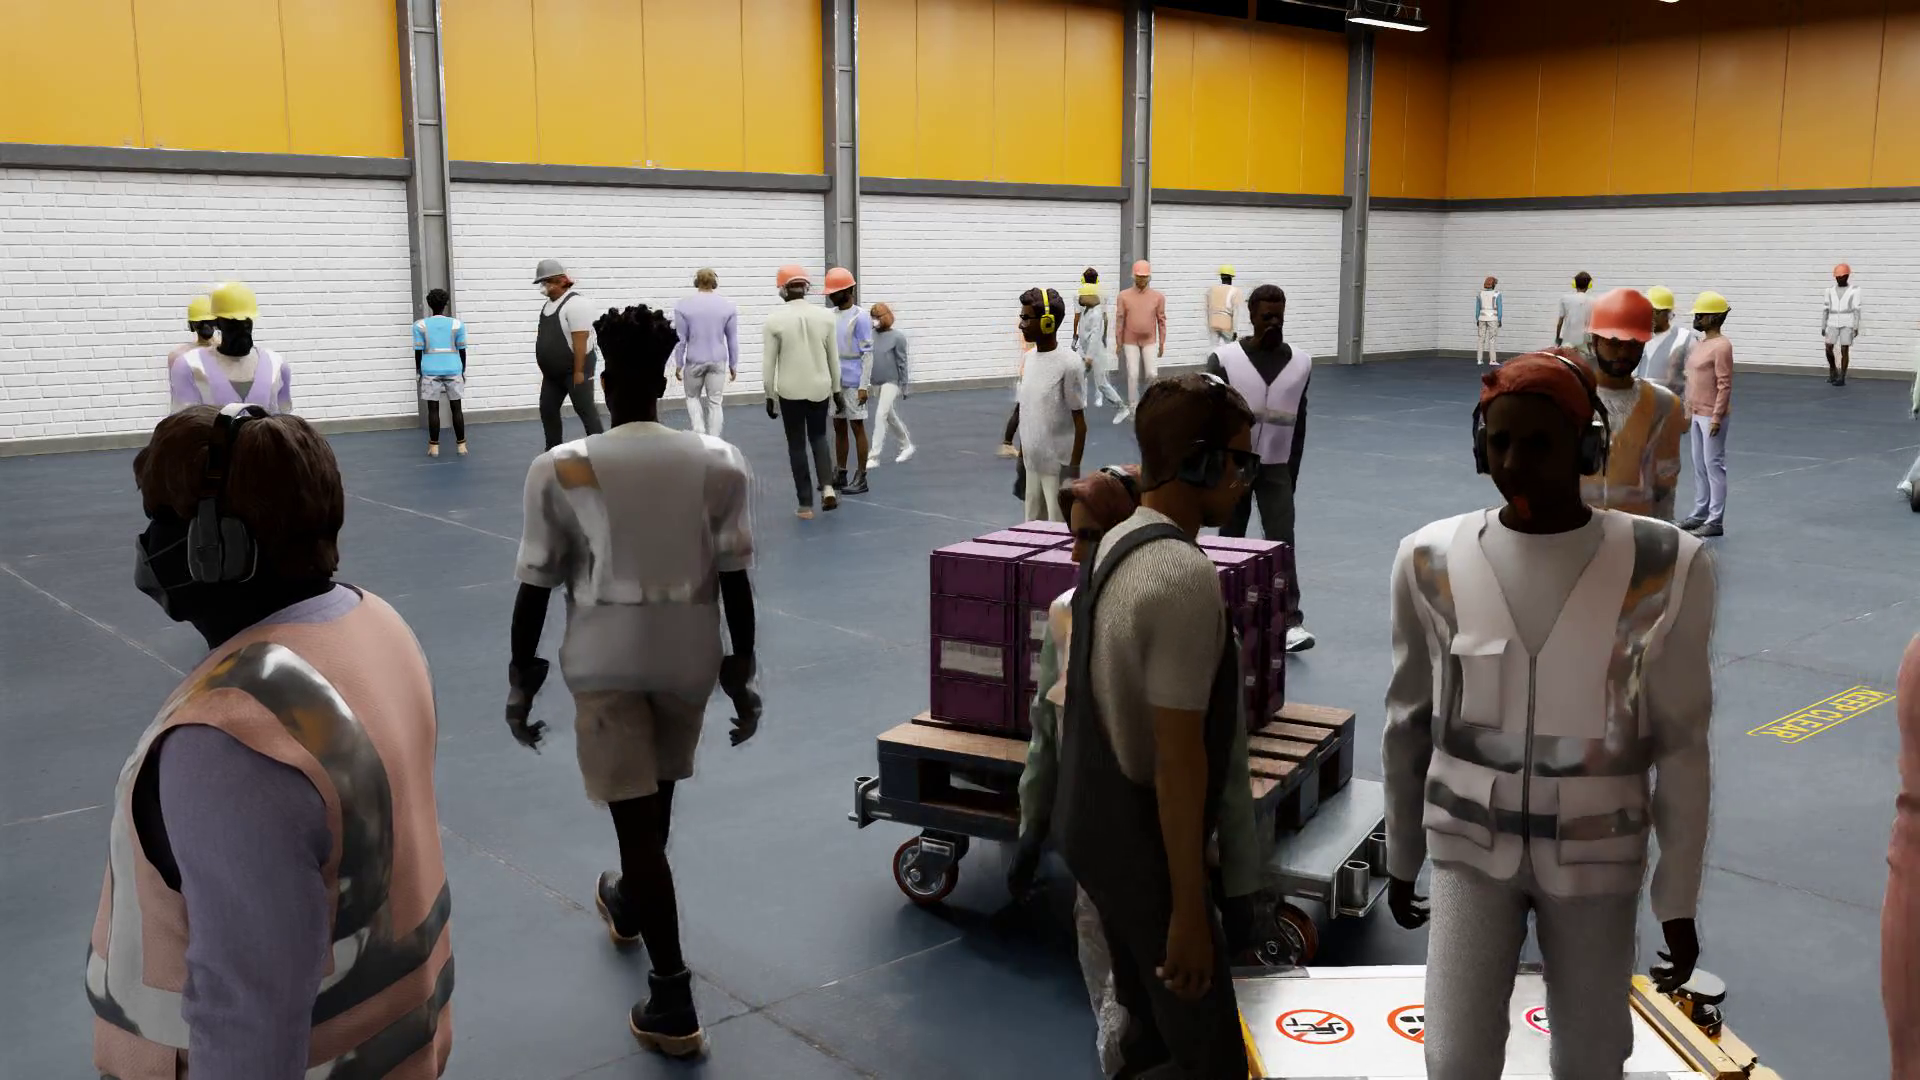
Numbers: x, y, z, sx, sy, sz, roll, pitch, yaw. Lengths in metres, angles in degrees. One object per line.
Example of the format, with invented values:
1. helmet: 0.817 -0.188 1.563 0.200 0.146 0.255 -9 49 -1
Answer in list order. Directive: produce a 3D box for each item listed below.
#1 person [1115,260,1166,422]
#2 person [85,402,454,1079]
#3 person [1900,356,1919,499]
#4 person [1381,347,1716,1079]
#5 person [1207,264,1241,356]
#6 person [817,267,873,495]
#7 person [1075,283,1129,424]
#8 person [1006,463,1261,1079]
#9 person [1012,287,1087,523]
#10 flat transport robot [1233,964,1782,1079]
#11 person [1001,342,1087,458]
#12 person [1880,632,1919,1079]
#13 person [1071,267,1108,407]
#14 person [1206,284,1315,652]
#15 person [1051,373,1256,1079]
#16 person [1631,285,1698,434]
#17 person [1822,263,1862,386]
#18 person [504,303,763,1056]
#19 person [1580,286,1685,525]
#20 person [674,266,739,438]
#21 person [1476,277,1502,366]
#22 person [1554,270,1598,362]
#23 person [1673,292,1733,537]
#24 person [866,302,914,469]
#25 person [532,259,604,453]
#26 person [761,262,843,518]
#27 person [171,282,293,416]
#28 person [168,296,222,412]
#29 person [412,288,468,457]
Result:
1. person: 2.211 -2.439 20.412 0.622 1.978 0.522 1 10 3
2. person: -0.889 0.741 2.186 0.429 1.844 0.625 -1 10 -7
3. person: 8.155 -1.125 13.821 0.838 1.597 0.515 -4 10 -20
4. person: 1.058 0.580 3.057 0.594 1.864 0.788 5 11 26
5. person: 4.029 -3.245 25.388 0.595 1.886 0.788 6 12 33
6. person: -0.984 -1.347 14.162 0.389 1.926 0.547 -9 13 -43
7. person: 1.639 -2.242 20.030 0.809 1.710 0.489 -4 10 -20
8. person: 0.313 0.660 3.291 0.449 1.622 0.544 -7 12 -35
9. person: 0.439 -0.350 8.515 0.335 1.863 0.520 -6 11 -31
10. flat transport robot: 1.196 1.228 3.925 1.431 0.197 0.652 0 10 -2
11. person: 0.812 -1.628 16.606 0.881 1.637 0.555 -3 10 -19
12. person: 1.620 0.724 2.319 0.665 1.843 0.847 2 10 12
13. person: 1.743 -2.719 22.357 0.512 1.872 0.328 -3 10 -15
14. person: 1.557 -0.358 8.532 0.591 1.870 0.986 -2 10 -9
15. person: 0.309 0.608 3.053 0.531 1.812 0.597 -1 10 -8
16. person: 5.239 -1.015 12.553 0.603 1.809 0.683 8 13 40
17. person: 13.724 -3.353 25.935 0.440 1.914 0.585 -9 13 -43
18. person: -0.888 0.325 4.469 0.645 1.896 1.059 -5 11 -28
19. person: 2.382 0.010 6.226 0.547 1.916 0.691 2 10 14
20. person: -2.520 -1.759 16.571 0.651 1.921 0.471 -3 10 -16
21. person: 9.793 -4.046 30.803 0.513 1.639 0.311 9 13 44
22. person: 7.897 -2.531 21.338 0.519 1.848 0.833 3 10 18
23. person: 5.396 -0.905 12.044 0.331 1.768 0.526 1 10 5
24. person: -0.713 -1.512 16.102 0.508 1.585 0.869 7 12 35
25. person: -3.704 -1.639 15.538 0.646 2.000 0.700 -9 13 -42
26. person: -1.232 -1.148 12.862 0.634 1.970 0.439 -4 10 -22
27. person: -3.533 -0.315 8.231 0.598 1.889 0.915 -8 12 -38
28. person: -5.244 -0.832 11.657 0.532 1.744 0.620 -7 12 -34
29. person: -5.246 -1.686 16.816 0.536 1.696 0.321 -4 10 -21
